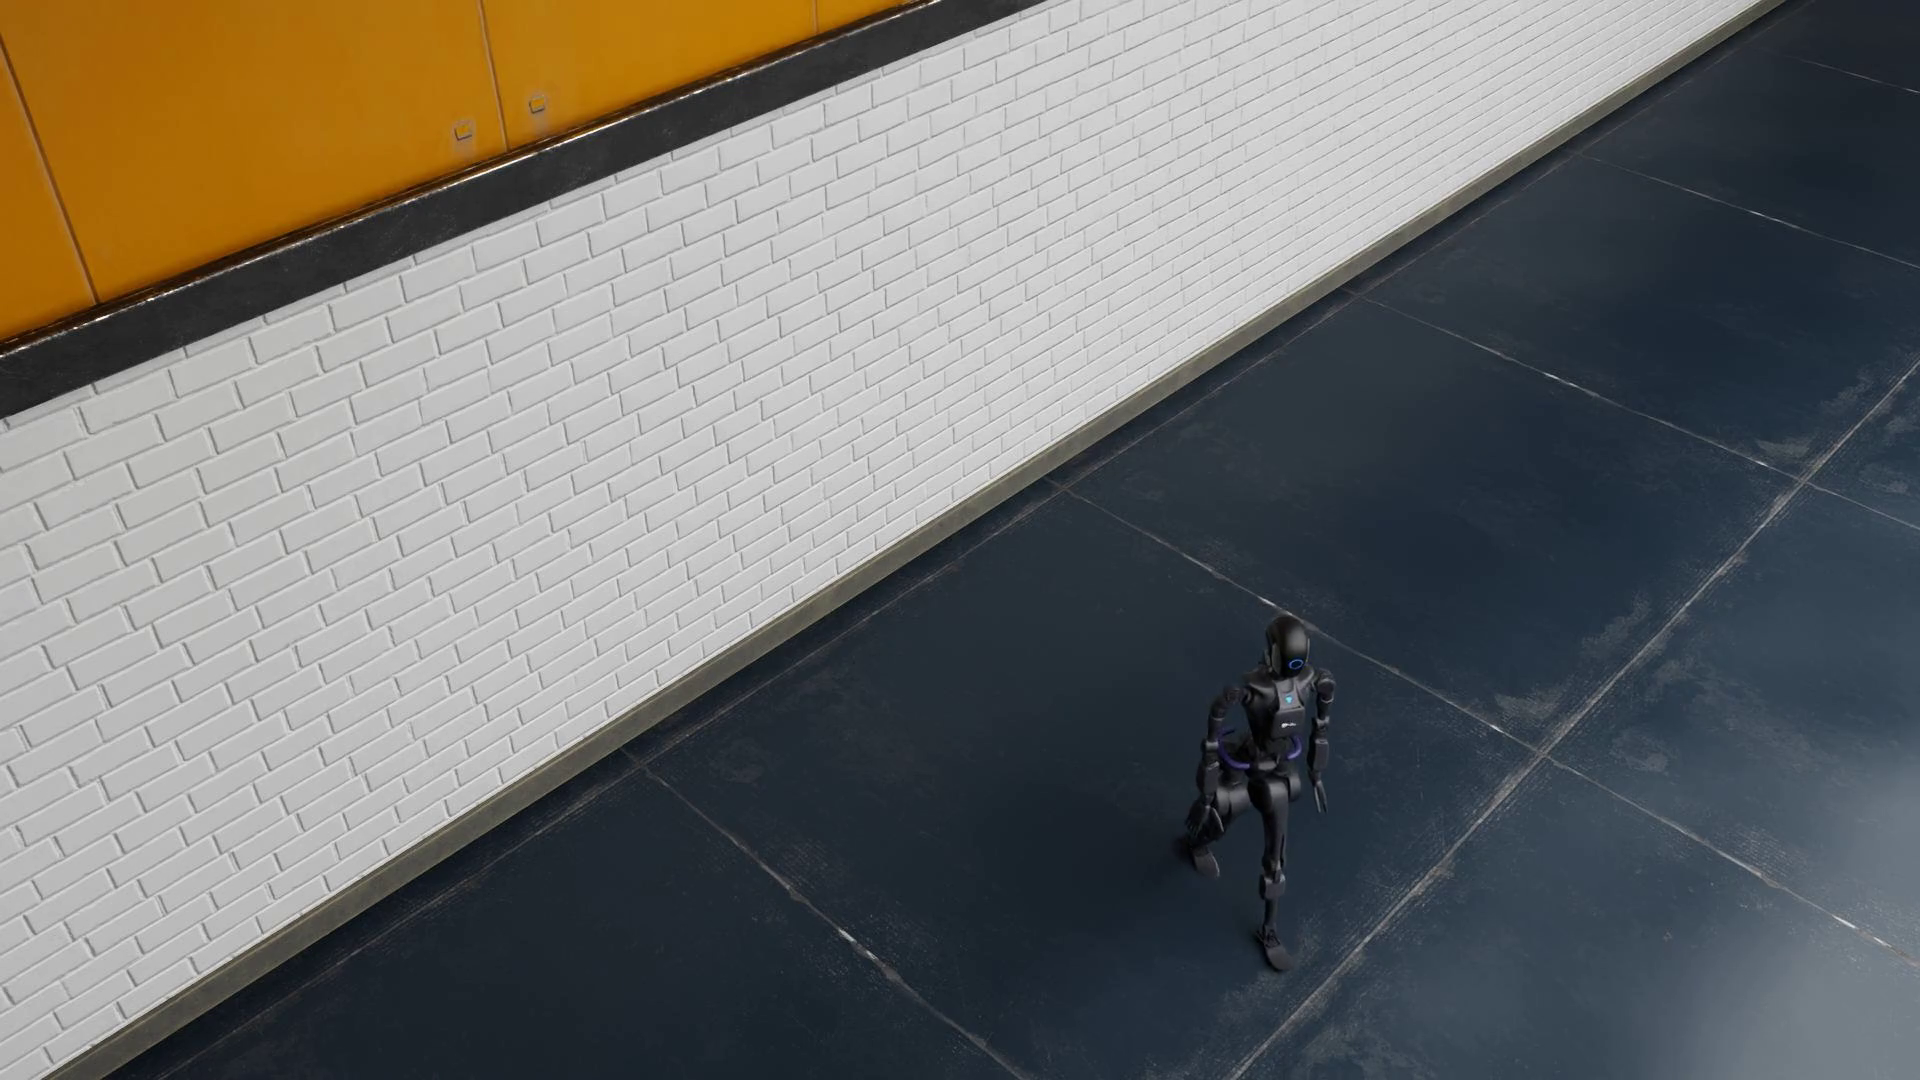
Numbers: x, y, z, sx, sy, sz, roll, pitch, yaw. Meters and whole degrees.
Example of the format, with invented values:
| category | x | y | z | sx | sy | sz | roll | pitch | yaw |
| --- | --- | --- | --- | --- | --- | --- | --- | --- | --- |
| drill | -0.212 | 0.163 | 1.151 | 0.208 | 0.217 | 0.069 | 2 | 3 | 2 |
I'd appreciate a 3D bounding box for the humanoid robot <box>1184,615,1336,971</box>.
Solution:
| category | x | y | z | sx | sy | sz | roll | pitch | yaw |
| --- | --- | --- | --- | --- | --- | --- | --- | --- | --- |
| humanoid robot | 1.189 | 0.941 | 6.656 | 0.599 | 1.621 | 0.794 | -11 | 40 | -13 |
